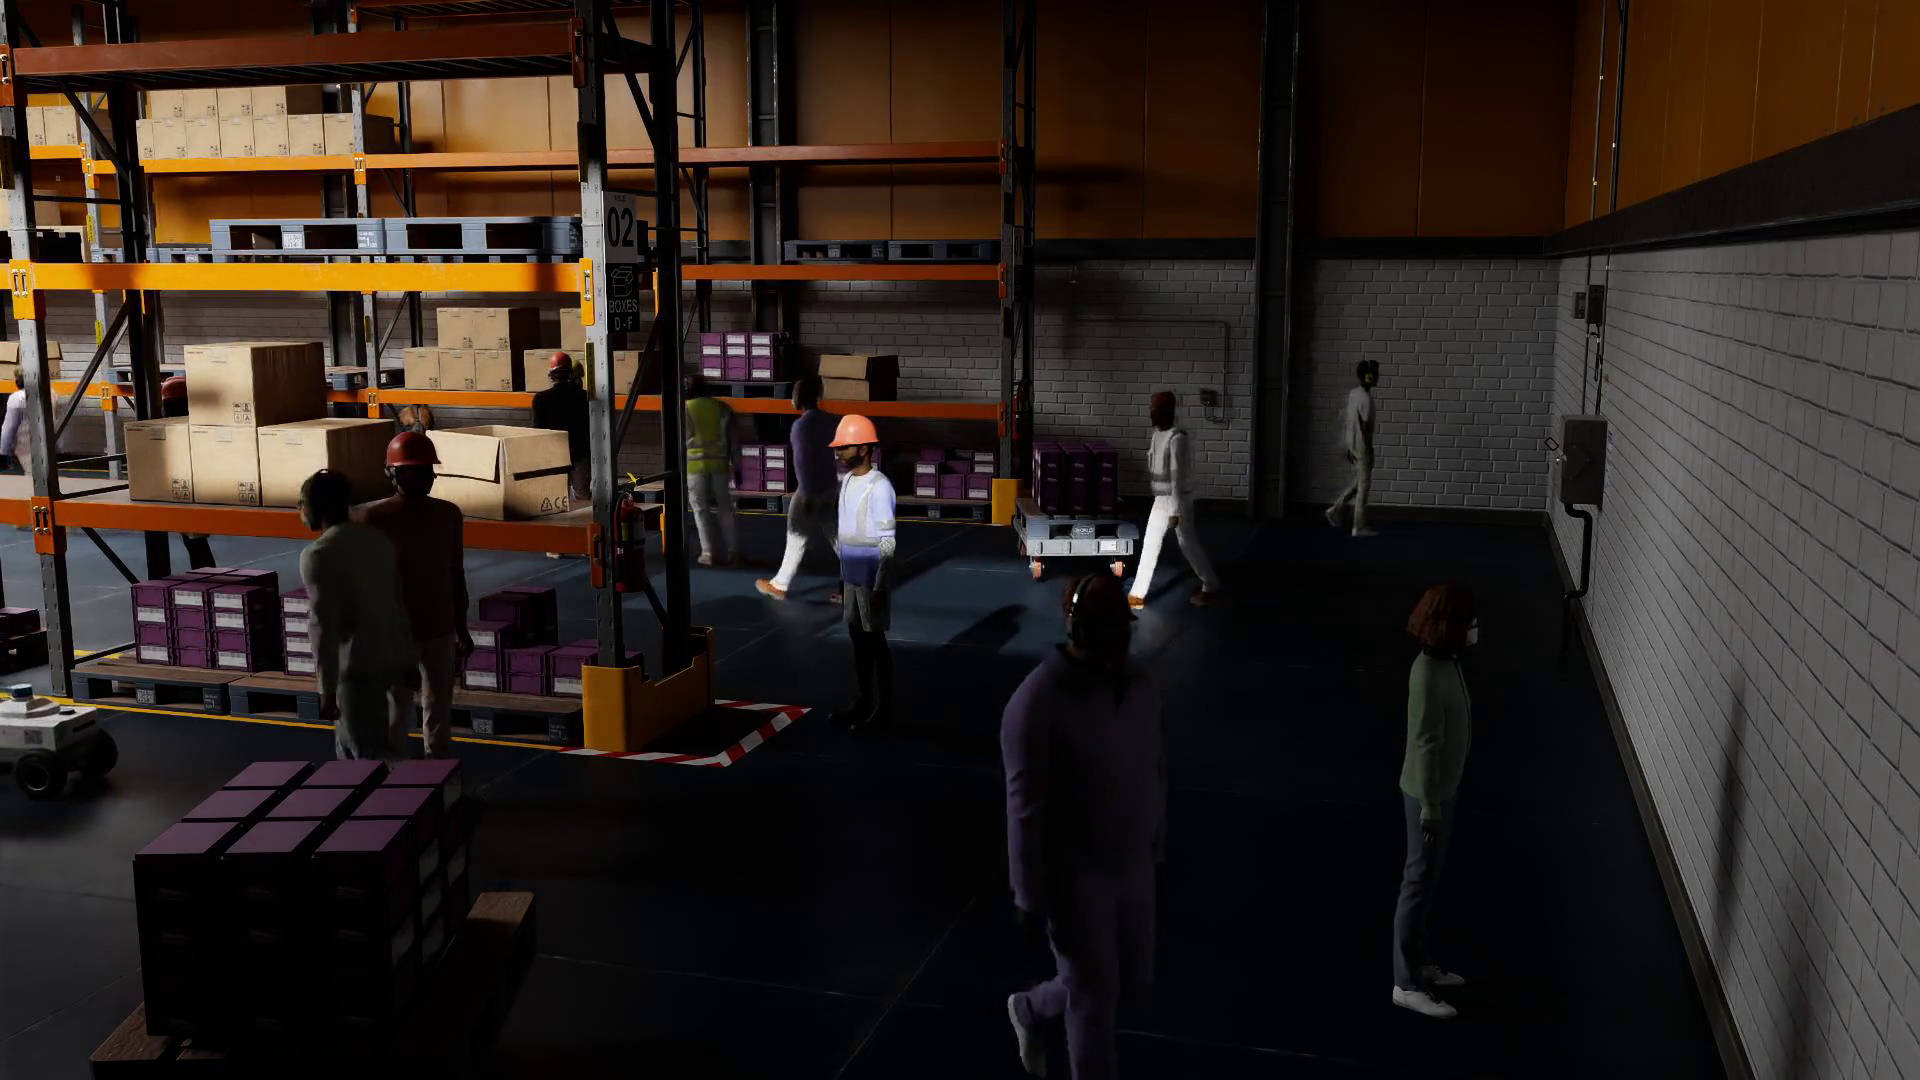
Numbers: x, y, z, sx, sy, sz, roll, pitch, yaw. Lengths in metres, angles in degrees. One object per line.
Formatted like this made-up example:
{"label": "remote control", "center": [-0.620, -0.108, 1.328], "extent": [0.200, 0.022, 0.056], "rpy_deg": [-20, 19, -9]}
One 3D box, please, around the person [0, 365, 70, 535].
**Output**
{"label": "person", "center": [-9.789, -0.940, 17.454], "extent": [0.965, 1.789, 0.629], "rpy_deg": [1, 9, 8]}

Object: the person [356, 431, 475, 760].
{"label": "person", "center": [-2.734, 0.444, 8.401], "extent": [0.375, 1.997, 0.611], "rpy_deg": [7, 12, 36]}

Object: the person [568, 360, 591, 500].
{"label": "person", "center": [-4.103, -1.004, 17.729], "extent": [0.600, 1.829, 0.404], "rpy_deg": [4, 10, 23]}

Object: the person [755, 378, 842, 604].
{"label": "person", "center": [-1.231, -0.405, 13.890], "extent": [1.005, 1.889, 0.651], "rpy_deg": [4, 10, 24]}

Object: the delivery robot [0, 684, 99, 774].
{"label": "delivery robot", "center": [-5.048, 1.022, 8.979], "extent": [0.707, 0.478, 0.477], "rpy_deg": [1, 9, 8]}

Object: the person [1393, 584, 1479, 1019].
{"label": "person", "center": [1.809, 0.968, 6.316], "extent": [0.271, 1.632, 0.508], "rpy_deg": [4, 10, 22]}

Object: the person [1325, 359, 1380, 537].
{"label": "person", "center": [4.129, -0.945, 17.278], "extent": [0.469, 1.859, 0.542], "rpy_deg": [-2, 9, -11]}

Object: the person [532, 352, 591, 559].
{"label": "person", "center": [-3.828, -0.815, 16.084], "extent": [0.612, 1.995, 0.393], "rpy_deg": [-5, 11, -29]}

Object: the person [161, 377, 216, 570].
{"label": "person", "center": [-6.221, -0.343, 13.383], "extent": [0.362, 1.935, 0.553], "rpy_deg": [-8, 12, -39]}

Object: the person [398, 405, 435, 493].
{"label": "person", "center": [-3.814, -0.043, 11.875], "extent": [0.429, 1.837, 0.629], "rpy_deg": [-2, 10, -14]}

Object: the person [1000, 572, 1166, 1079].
{"label": "person", "center": [0.379, 1.015, 5.260], "extent": [0.656, 1.883, 0.696], "rpy_deg": [-9, 13, -44]}

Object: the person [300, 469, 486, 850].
{"label": "person", "center": [-2.693, 0.608, 7.772], "extent": [0.941, 1.891, 0.655], "rpy_deg": [2, 9, 10]}

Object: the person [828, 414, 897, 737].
{"label": "person", "center": [-0.602, 0.211, 10.006], "extent": [0.372, 1.935, 0.551], "rpy_deg": [-5, 11, -29]}

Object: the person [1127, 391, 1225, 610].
{"label": "person", "center": [1.746, -0.323, 13.654], "extent": [0.965, 1.820, 0.624], "rpy_deg": [-3, 10, -18]}

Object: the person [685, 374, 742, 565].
{"label": "person", "center": [-2.426, -0.662, 15.732], "extent": [0.650, 1.805, 0.468], "rpy_deg": [-4, 10, -25]}
